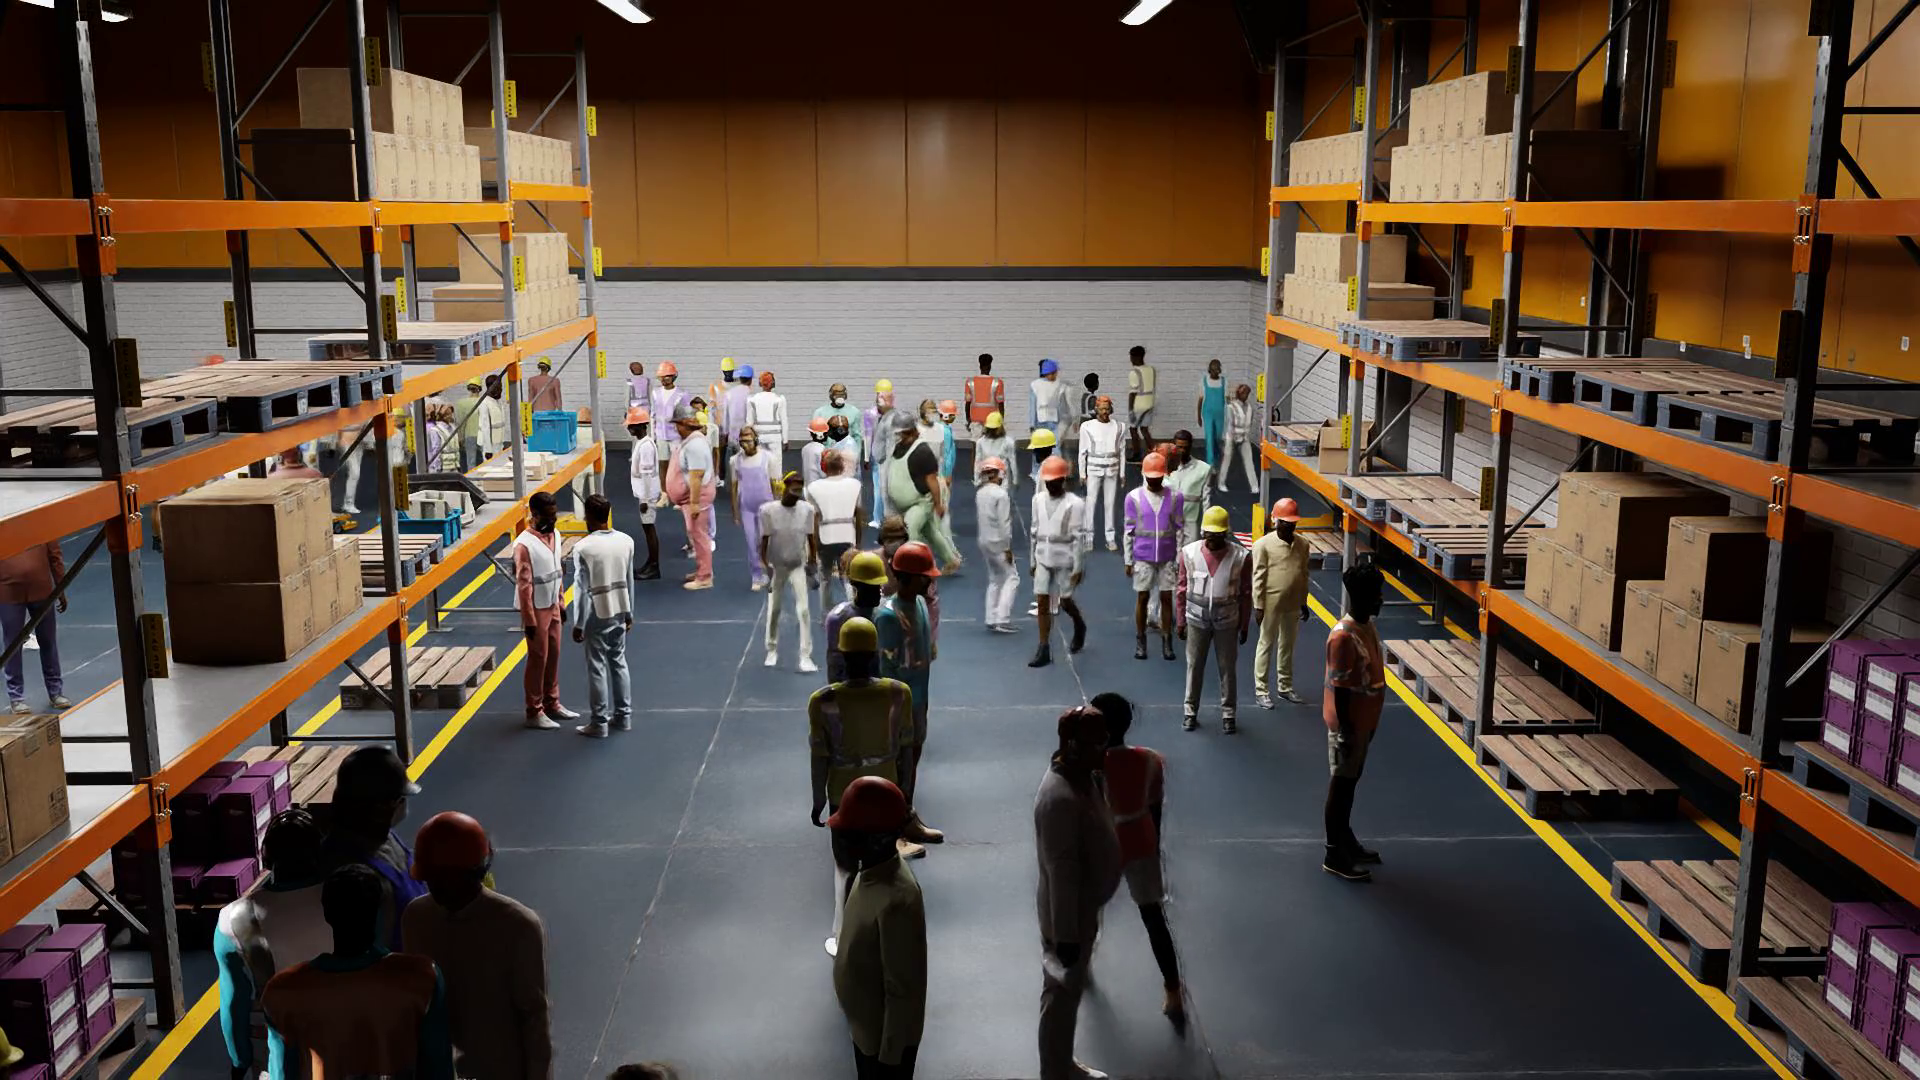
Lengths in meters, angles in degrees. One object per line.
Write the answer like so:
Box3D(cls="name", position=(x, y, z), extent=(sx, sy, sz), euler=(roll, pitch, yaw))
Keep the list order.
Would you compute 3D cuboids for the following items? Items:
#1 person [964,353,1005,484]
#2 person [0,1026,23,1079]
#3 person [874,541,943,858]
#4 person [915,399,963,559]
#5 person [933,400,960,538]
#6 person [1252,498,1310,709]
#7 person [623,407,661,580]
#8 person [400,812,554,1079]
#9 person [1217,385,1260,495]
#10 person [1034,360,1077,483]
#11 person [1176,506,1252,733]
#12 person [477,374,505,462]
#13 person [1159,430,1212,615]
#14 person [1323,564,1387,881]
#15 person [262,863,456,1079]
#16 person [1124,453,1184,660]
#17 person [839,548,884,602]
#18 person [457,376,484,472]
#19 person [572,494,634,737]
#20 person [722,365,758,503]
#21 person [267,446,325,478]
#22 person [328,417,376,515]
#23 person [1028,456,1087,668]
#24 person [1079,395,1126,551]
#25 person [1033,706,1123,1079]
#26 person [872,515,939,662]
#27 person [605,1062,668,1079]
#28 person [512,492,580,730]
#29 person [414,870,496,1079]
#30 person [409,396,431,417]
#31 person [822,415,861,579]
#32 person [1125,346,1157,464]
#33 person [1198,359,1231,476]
Box3D(cls="person", position=(0.375, -1.816, 24.925), extent=(0.613, 1.962, 0.362), euler=(2, 12, 11))
Box3D(cls="person", position=(-2.942, 2.266, 5.045), extent=(0.486, 1.737, 0.323), euler=(9, 14, 38))
Box3D(cls="person", position=(-0.315, 1.007, 10.609), extent=(0.404, 2.035, 0.606), euler=(4, 12, 20))
Box3D(cls="person", position=(-0.324, -0.695, 19.453), extent=(0.626, 1.898, 0.893), euler=(-9, 14, -37))
Box3D(cls="person", position=(-0.180, -0.893, 20.872), extent=(0.350, 1.739, 0.575), euler=(-3, 12, -13))
Box3D(cls="person", position=(2.668, 0.514, 13.775), extent=(0.563, 1.752, 0.326), euler=(-6, 13, -27))
Box3D(cls="person", position=(-3.532, -0.520, 18.518), extent=(0.386, 1.931, 0.544), euler=(-3, 12, -14))
Box3D(cls="person", position=(-1.779, 1.934, 6.089), extent=(0.637, 1.986, 0.414), euler=(4, 12, 18))
Box3D(cls="person", position=(4.036, -1.447, 24.024), extent=(0.537, 1.588, 0.882), euler=(-7, 13, -30))
Box3D(cls="person", position=(1.472, -1.808, 25.140), extent=(0.619, 1.876, 1.069), euler=(9, 14, 38))
Box3D(cls="person", position=(1.989, 0.623, 13.070), extent=(0.591, 1.824, 0.404), euler=(3, 12, 15))
Box3D(cls="person", position=(-6.263, -1.262, 22.274), extent=(0.369, 1.915, 0.597), euler=(0, 11, 2))
Box3D(cls="person", position=(2.249, -0.176, 16.847), extent=(0.590, 1.912, 0.388), euler=(4, 12, 17))
Box3D(cls="person", position=(2.443, 1.102, 10.293), extent=(0.367, 1.966, 0.607), euler=(5, 13, 25))
Box3D(cls="person", position=(-2.036, 2.037, 5.728), extent=(0.596, 1.918, 0.385), euler=(-3, 12, -15))
Box3D(cls="person", position=(1.772, 0.148, 15.193), extent=(0.549, 1.924, 0.386), euler=(0, 11, -1))
Box3D(cls="person", position=(-0.707, 0.861, 12.401), extent=(0.361, 1.607, 0.539), euler=(-6, 13, -26))
Box3D(cls="person", position=(-6.860, -1.465, 23.670), extent=(0.524, 1.769, 0.309), euler=(-2, 11, -9))
Box3D(cls="person", position=(-2.776, 0.589, 13.024), extent=(0.398, 1.909, 0.600), euler=(7, 13, 32))
Box3D(cls="person", position=(-2.971, -1.515, 23.532), extent=(0.644, 1.912, 0.839), euler=(6, 13, 27))
Box3D(cls="person", position=(-6.485, -0.040, 16.214), extent=(0.465, 1.891, 0.652), euler=(9, 14, 39))
Box3D(cls="person", position=(-8.178, -1.281, 22.452), extent=(0.578, 1.878, 0.675), euler=(5, 12, 24))
Box3D(cls="person", position=(0.901, 0.172, 15.113), extent=(0.563, 1.912, 0.772), euler=(8, 14, 33))
Box3D(cls="person", position=(1.717, -0.801, 20.046), extent=(0.584, 1.882, 0.346), euler=(-2, 11, -8))
Box3D(cls="person", position=(0.540, 1.675, 7.573), extent=(0.399, 1.908, 0.643), euler=(2, 11, 10))
Box3D(cls="person", position=(-0.485, 0.721, 12.453), extent=(0.623, 1.884, 1.060), euler=(-2, 12, -11))
Box3D(cls="person", position=(-0.784, 2.283, 4.580), extent=(0.967, 1.895, 0.635), euler=(0, 11, -1))
Box3D(cls="person", position=(-3.323, 0.554, 13.205), extent=(0.410, 1.908, 0.598), euler=(3, 12, 14))
Box3D(cls="person", position=(-1.823, 2.028, 6.239), extent=(0.487, 1.738, 0.320), euler=(-10, 15, -41))
Box3D(cls="person", position=(-8.125, -1.799, 25.179), extent=(0.383, 1.838, 0.562), euler=(0, 11, -2))
Box3D(cls="person", position=(-1.325, -0.490, 18.616), extent=(0.429, 1.837, 0.627), euler=(-3, 12, -16))
Box3D(cls="person", position=(2.896, -2.160, 26.741), extent=(0.662, 1.927, 0.518), euler=(-10, 15, -41))
Box3D(cls="person", position=(3.956, -1.946, 25.988), extent=(0.519, 1.817, 0.906), euler=(0, 11, 0))
